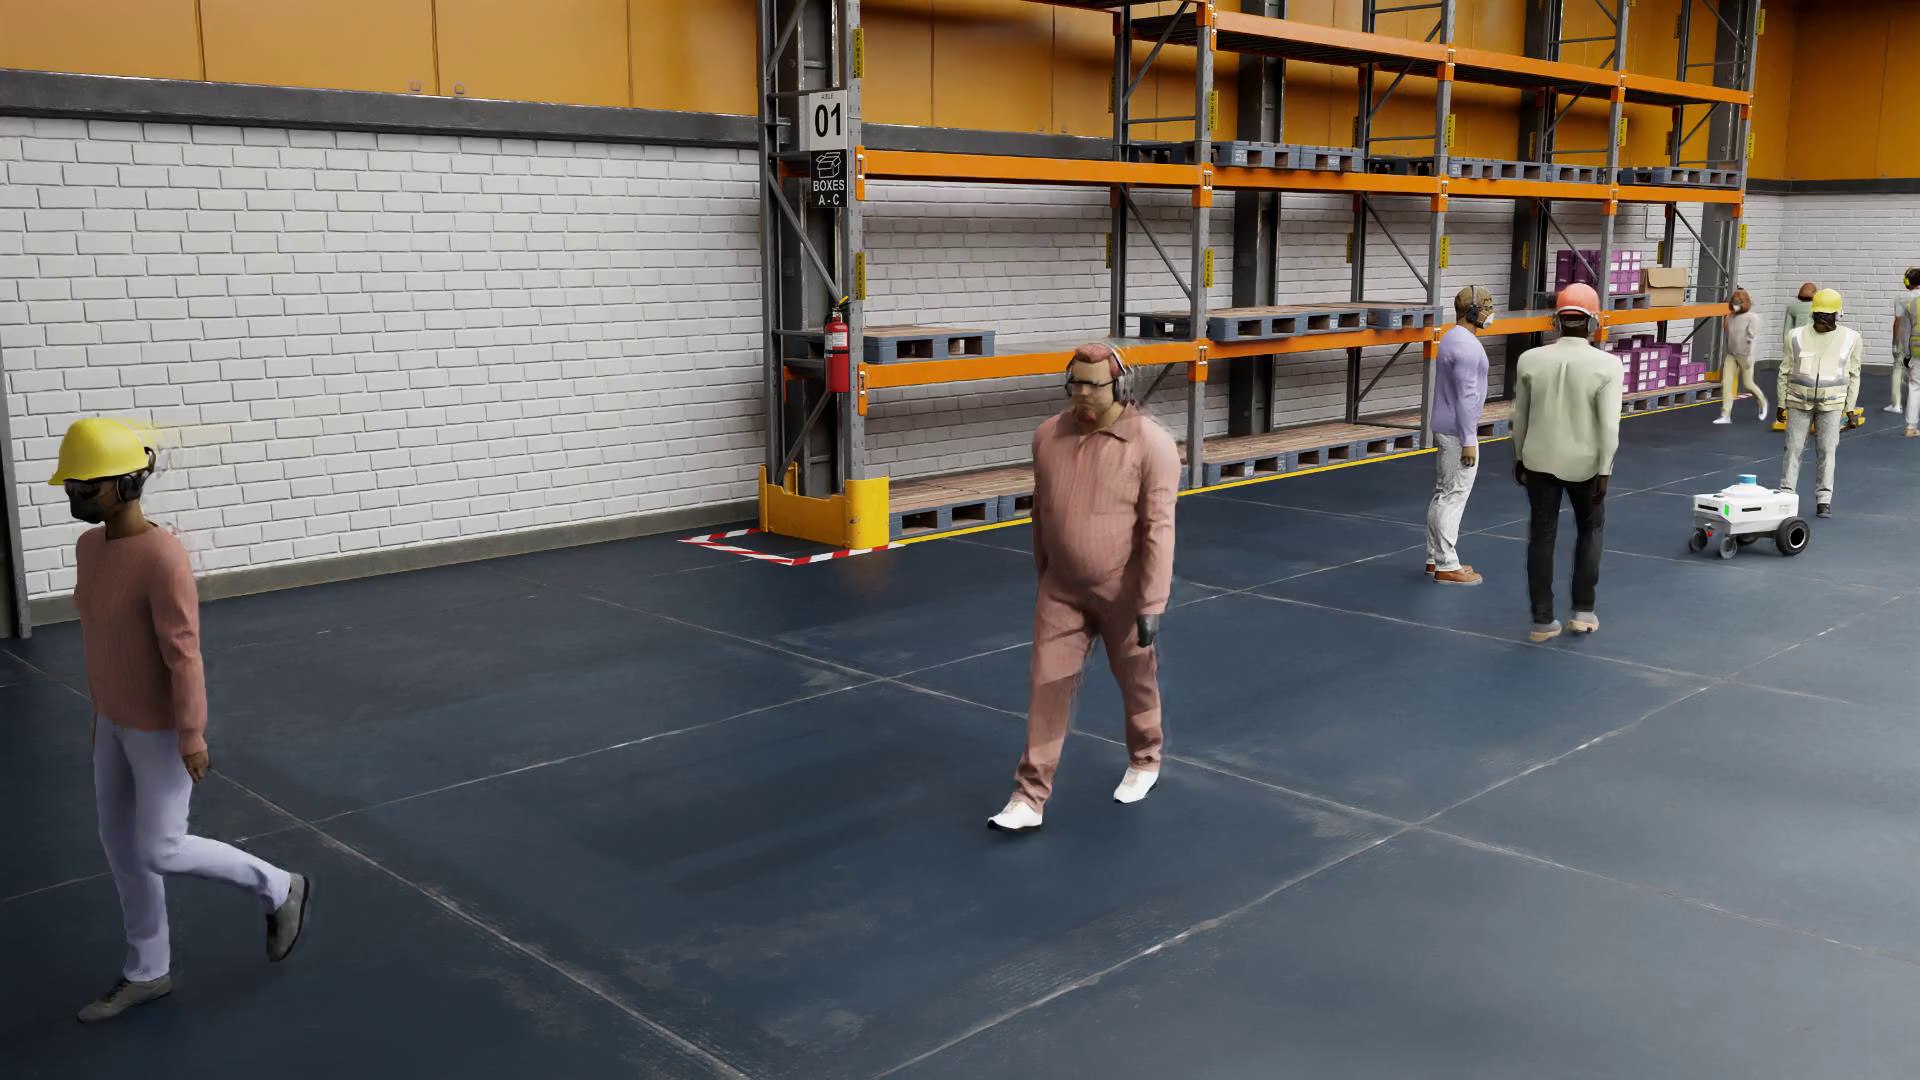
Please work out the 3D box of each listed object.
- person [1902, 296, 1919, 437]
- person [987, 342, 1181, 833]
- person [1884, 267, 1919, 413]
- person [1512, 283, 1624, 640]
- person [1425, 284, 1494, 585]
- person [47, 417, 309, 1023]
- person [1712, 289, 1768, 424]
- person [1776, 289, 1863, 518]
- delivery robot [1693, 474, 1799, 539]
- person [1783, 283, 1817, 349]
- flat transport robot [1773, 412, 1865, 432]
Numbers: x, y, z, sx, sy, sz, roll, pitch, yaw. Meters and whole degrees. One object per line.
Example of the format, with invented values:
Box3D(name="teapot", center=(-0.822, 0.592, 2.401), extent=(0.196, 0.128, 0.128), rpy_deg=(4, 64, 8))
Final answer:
Box3D(name="person", center=(10.796, -2.044, 18.439), extent=(0.429, 1.839, 0.633), rpy_deg=(-8, 13, -38))
Box3D(name="person", center=(0.506, 0.175, 6.323), extent=(0.655, 1.842, 1.005), rpy_deg=(6, 12, 31))
Box3D(name="person", center=(11.944, -2.486, 20.833), extent=(0.524, 1.845, 0.734), rpy_deg=(1, 10, 5))
Box3D(name="person", center=(3.393, -0.440, 9.314), extent=(0.620, 1.970, 0.673), rpy_deg=(7, 12, 33))
Box3D(name="person", center=(3.217, -0.672, 10.730), extent=(0.368, 1.932, 0.623), rpy_deg=(2, 11, 10))
Box3D(name="person", center=(-2.291, 0.503, 4.814), extent=(0.531, 1.750, 0.554), rpy_deg=(8, 13, 36))
Box3D(name="person", center=(9.372, -2.190, 19.867), extent=(0.725, 1.604, 0.504), rpy_deg=(-5, 11, -25))
Box3D(name="person", center=(6.833, -1.088, 13.273), extent=(0.588, 1.822, 0.403), rpy_deg=(6, 12, 28))
Box3D(name="delivery robot", center=(5.545, -0.219, 11.736), extent=(0.707, 0.478, 0.477), rpy_deg=(-4, 11, -21))
Box3D(name="person", center=(11.377, -2.639, 22.340), extent=(0.783, 1.603, 0.508), rpy_deg=(-9, 14, -42))
Box3D(name="flat transport robot", center=(9.988, -1.418, 19.308), extent=(0.652, 0.197, 1.431), rpy_deg=(8, 13, 39))
